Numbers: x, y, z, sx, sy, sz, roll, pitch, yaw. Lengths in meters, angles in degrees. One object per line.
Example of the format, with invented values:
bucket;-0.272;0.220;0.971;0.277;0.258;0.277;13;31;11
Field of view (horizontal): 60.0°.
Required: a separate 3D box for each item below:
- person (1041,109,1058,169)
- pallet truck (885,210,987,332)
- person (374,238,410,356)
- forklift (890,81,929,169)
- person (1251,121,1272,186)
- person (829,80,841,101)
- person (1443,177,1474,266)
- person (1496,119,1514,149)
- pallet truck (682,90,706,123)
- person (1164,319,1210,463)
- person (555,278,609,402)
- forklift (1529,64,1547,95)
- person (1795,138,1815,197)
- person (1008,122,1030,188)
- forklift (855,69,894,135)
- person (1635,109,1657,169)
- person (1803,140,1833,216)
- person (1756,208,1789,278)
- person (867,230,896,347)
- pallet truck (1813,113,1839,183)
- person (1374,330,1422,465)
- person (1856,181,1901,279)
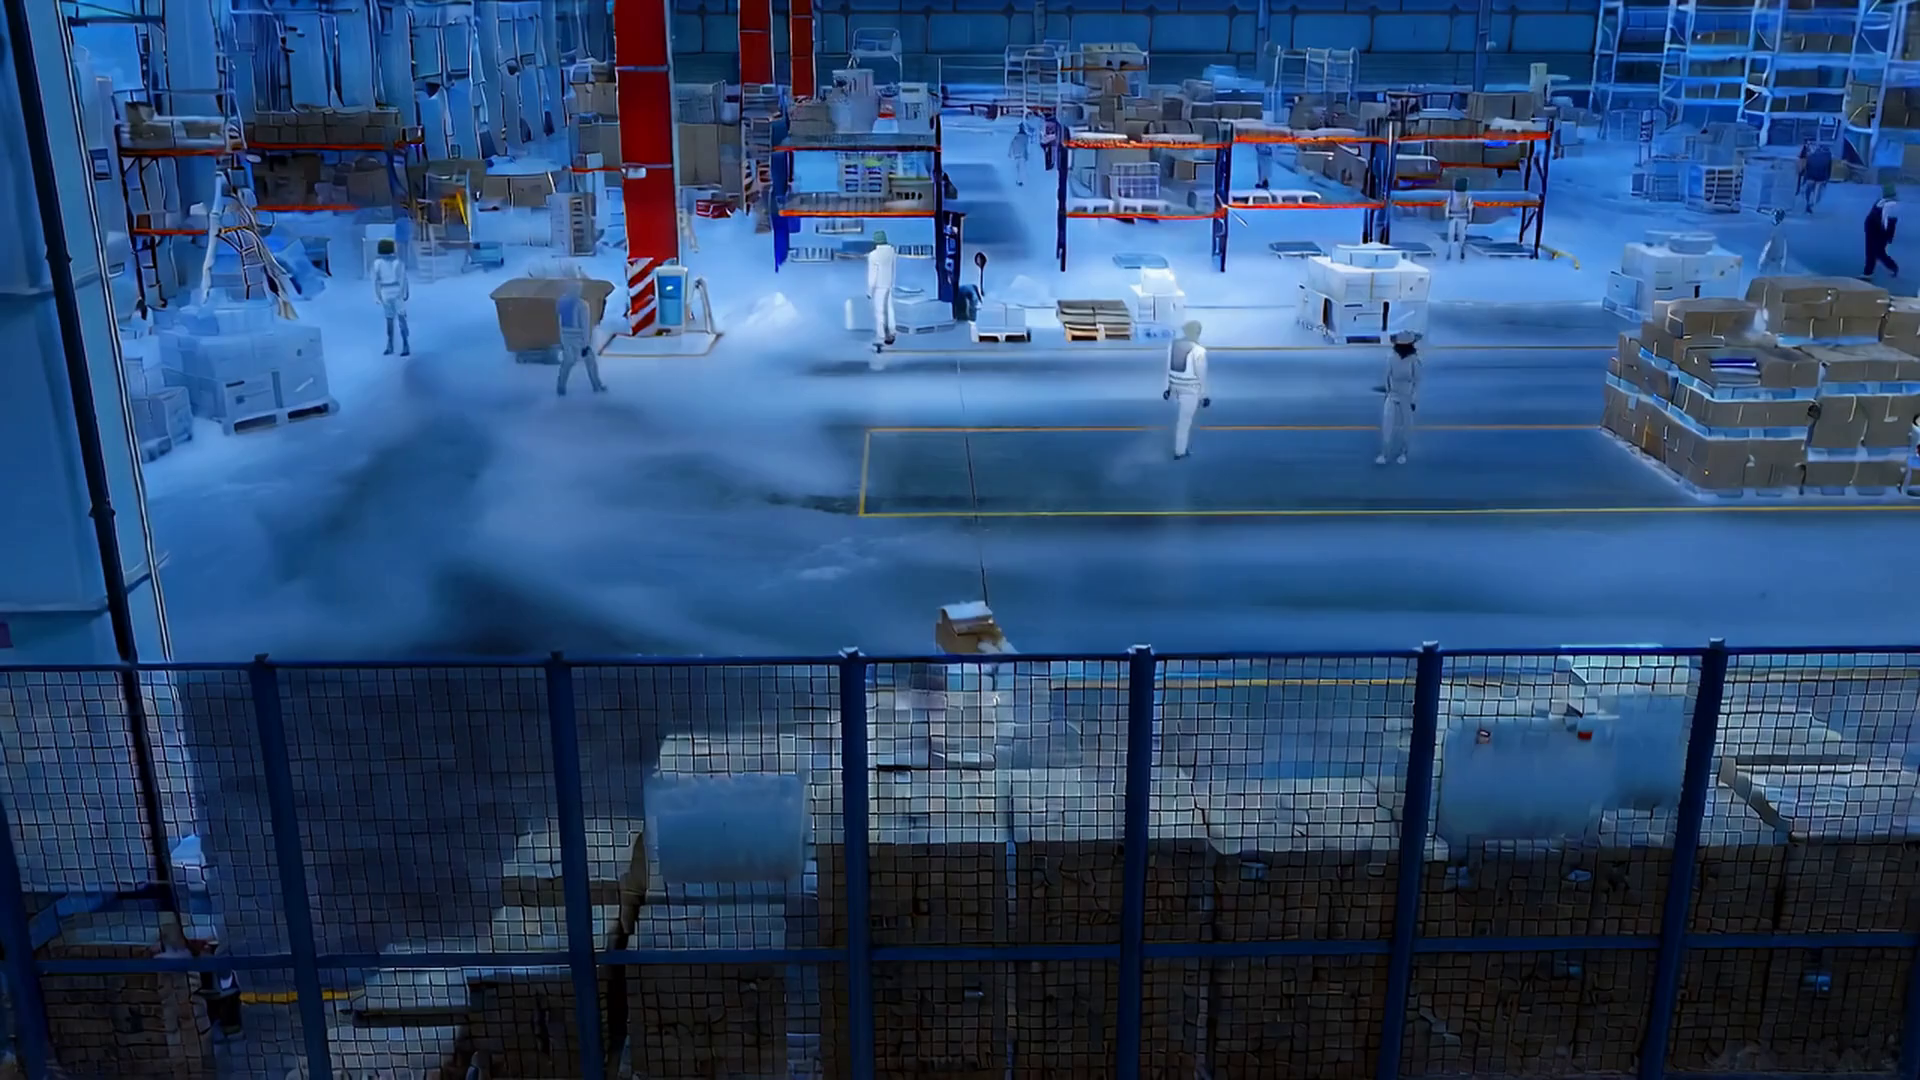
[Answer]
person;2.899;-12.971;53.833;0.569;1.919;0.404;-1;19;-2
pallet truck;-0.493;-4.759;29.349;1.885;1.965;0.823;-13;23;-34
person;-9.241;-3.956;27.077;0.545;1.927;0.385;2;19;6
forklift;-1.501;-13.136;52.841;1.129;2.768;1.873;6;20;17
person;8.968;-11.472;49.406;0.709;1.904;0.574;-2;19;-6
person;-5.243;-18.197;69.382;0.643;1.883;0.997;10;21;27
person;10.684;-6.826;35.676;0.574;1.876;0.356;9;21;24
person;17.604;-12.792;53.801;0.524;1.597;0.853;-3;19;-8
pallet truck;-9.671;-15.907;62.421;0.823;1.965;1.885;5;19;15
person;2.956;-1.911;21.173;0.681;1.817;0.666;-15;24;-38
person;-5.584;-2.903;24.163;0.641;1.798;0.950;11;22;30
forklift;21.941;-16.734;63.513;1.873;2.768;1.129;14;23;36
person;23.895;-10.533;47.033;0.512;1.638;0.312;-6;20;-18
person;1.719;-11.431;49.323;0.591;1.868;0.994;-8;20;-22
forklift;-3.395;-15.525;59.928;1.873;2.768;1.129;-10;21;-26
person;22.264;-12.994;53.918;0.396;1.911;0.588;-7;20;-21
person;22.127;-9.332;42.960;0.618;1.975;0.807;10;21;27
person;15.116;-5.238;31.011;0.539;1.849;0.617;-14;23;-35
person;-1.315;-4.200;27.783;0.352;1.937;0.635;14;23;37
pallet truck;26.403;-11.957;50.702;0.823;1.965;1.885;6;19;16
person;5.516;-1.771;20.895;0.505;1.722;0.666;15;24;37
person;18.822;-6.321;33.917;0.698;2.000;0.692;1;19;2
